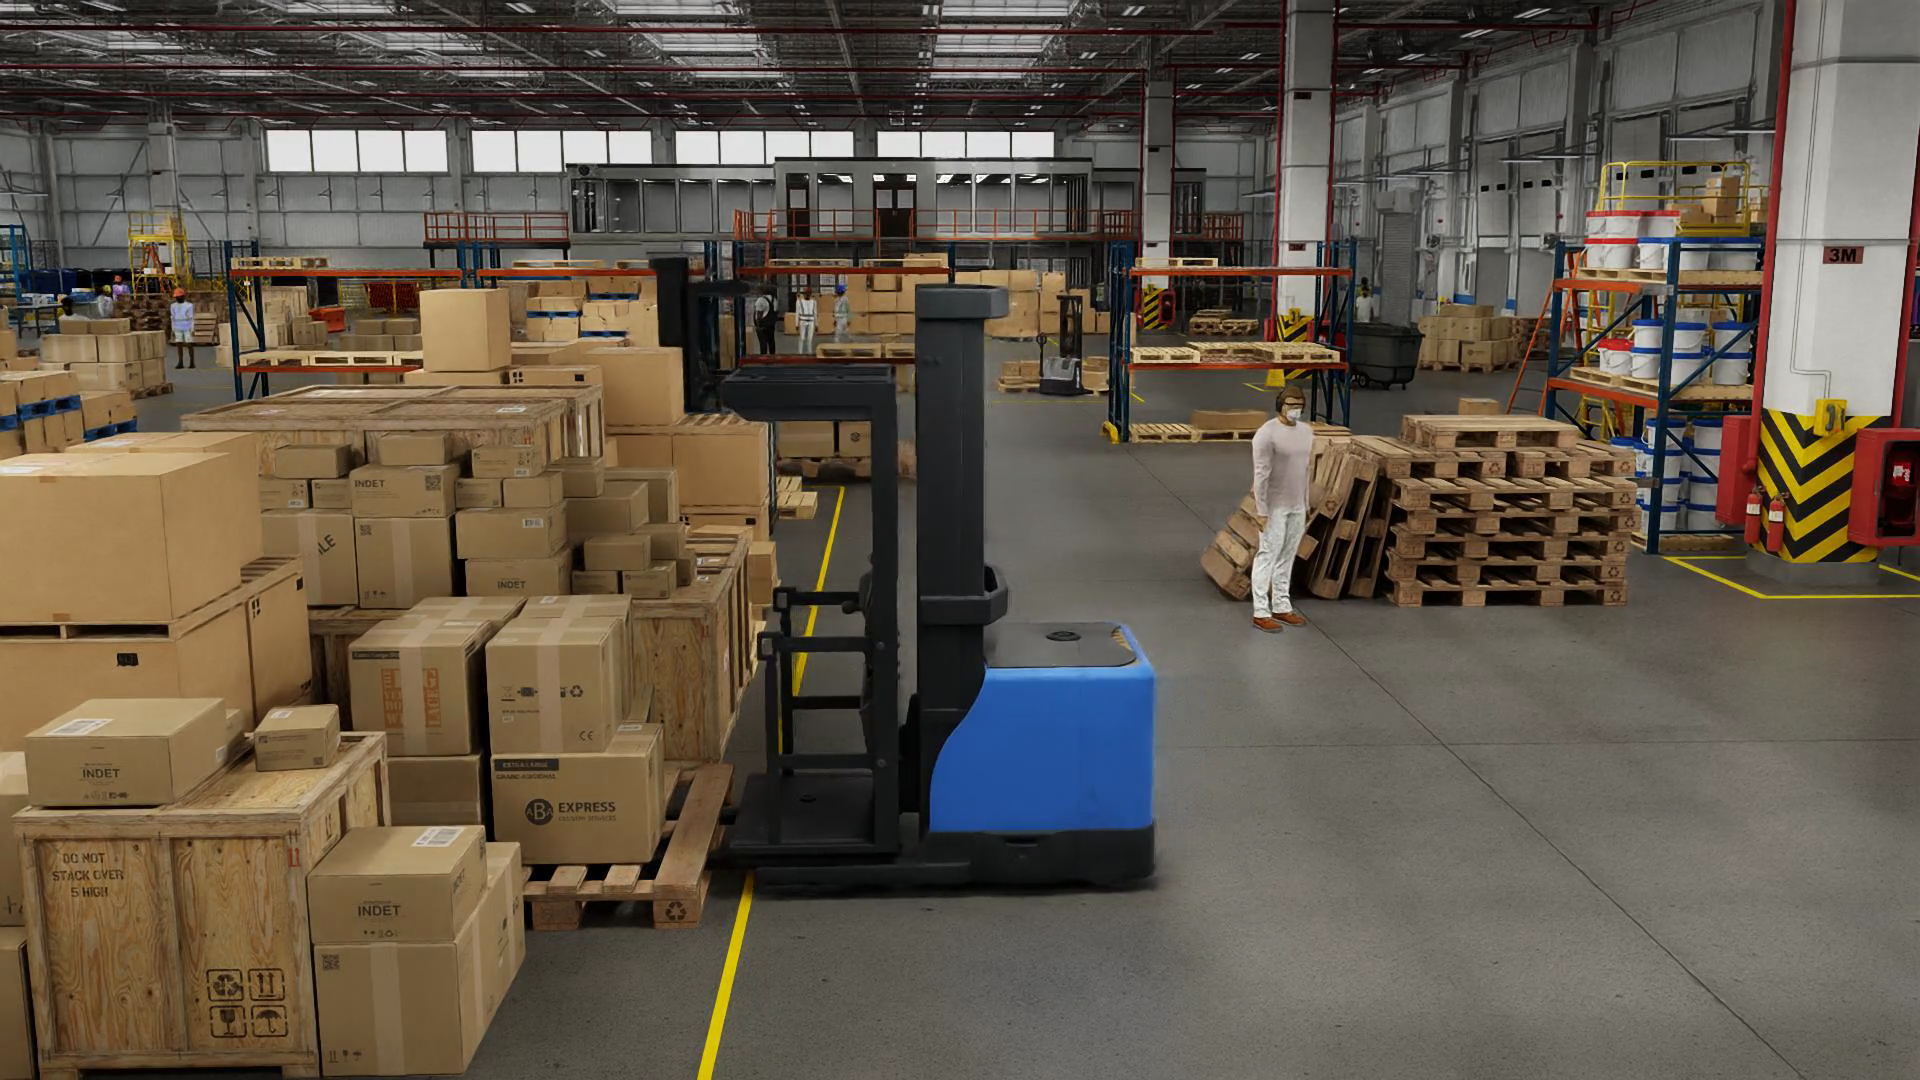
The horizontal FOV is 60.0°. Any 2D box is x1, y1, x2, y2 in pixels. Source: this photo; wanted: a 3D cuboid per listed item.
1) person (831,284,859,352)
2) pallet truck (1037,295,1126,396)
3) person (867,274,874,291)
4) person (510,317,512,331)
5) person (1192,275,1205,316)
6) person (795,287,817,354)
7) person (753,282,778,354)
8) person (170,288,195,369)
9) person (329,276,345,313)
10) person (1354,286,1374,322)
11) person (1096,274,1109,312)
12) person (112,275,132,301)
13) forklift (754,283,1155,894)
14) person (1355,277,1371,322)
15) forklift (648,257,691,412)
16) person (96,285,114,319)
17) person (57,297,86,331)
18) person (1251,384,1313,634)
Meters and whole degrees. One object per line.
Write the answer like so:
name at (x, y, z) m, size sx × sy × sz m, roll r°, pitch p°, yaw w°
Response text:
person at (-3.136, -5.930, 44.745) m, size 0.994 × 1.909 × 0.617 m, roll -5°, pitch 11°, yaw -27°
pallet truck at (2.483, -3.881, 33.060) m, size 1.885 × 1.965 × 0.823 m, roll -7°, pitch 13°, yaw -36°
person at (-3.299, -8.481, 58.899) m, size 0.545 × 1.929 × 0.396 m, roll -5°, pitch 11°, yaw -24°
person at (-7.616, -2.837, 27.726) m, size 0.939 × 1.835 × 0.529 m, roll 0°, pitch 10°, yaw -1°
person at (9.266, -9.462, 64.575) m, size 0.506 × 1.847 × 0.350 m, roll 7°, pitch 12°, yaw 33°
person at (-3.913, -5.492, 42.348) m, size 0.584 × 1.883 × 0.337 m, roll -6°, pitch 12°, yaw -28°
person at (-4.833, -5.326, 40.992) m, size 0.538 × 2.000 × 0.690 m, roll 7°, pitch 12°, yaw 34°
person at (-18.593, -5.057, 39.781) m, size 0.552 × 1.935 × 0.373 m, roll -1°, pitch 10°, yaw -4°
person at (-25.985, -10.236, 69.293) m, size 0.888 × 1.685 × 0.510 m, roll 9°, pitch 14°, yaw 42°
person at (11.058, -6.032, 45.554) m, size 0.513 × 1.831 × 0.973 m, roll 4°, pitch 11°, yaw 23°
person at (4.958, -8.267, 57.760) m, size 0.390 × 1.911 × 0.585 m, roll -7°, pitch 12°, yaw -34°
person at (-28.679, -8.134, 56.980) m, size 0.583 × 1.912 × 0.492 m, roll -5°, pitch 12°, yaw -28°
forklift at (-0.034, 0.174, 8.010) m, size 1.873 × 2.768 × 1.129 m, roll 0°, pitch 10°, yaw -2°
person at (13.692, -7.998, 56.434) m, size 0.630 × 1.843 × 0.429 m, roll 6°, pitch 12°, yaw 30°
forklift at (-3.677, -2.221, 21.352) m, size 1.873 × 2.768 × 1.129 m, roll 0°, pitch 10°, yaw -2°
person at (-24.370, -6.395, 47.634) m, size 0.874 × 1.783 × 0.614 m, roll 2°, pitch 10°, yaw 13°
person at (-17.984, -3.972, 33.810) m, size 0.626 × 1.927 × 1.004 m, roll 1°, pitch 10°, yaw 3°
person at (2.532, -0.252, 13.018) m, size 0.629 × 1.937 × 0.376 m, roll -8°, pitch 13°, yaw -39°
